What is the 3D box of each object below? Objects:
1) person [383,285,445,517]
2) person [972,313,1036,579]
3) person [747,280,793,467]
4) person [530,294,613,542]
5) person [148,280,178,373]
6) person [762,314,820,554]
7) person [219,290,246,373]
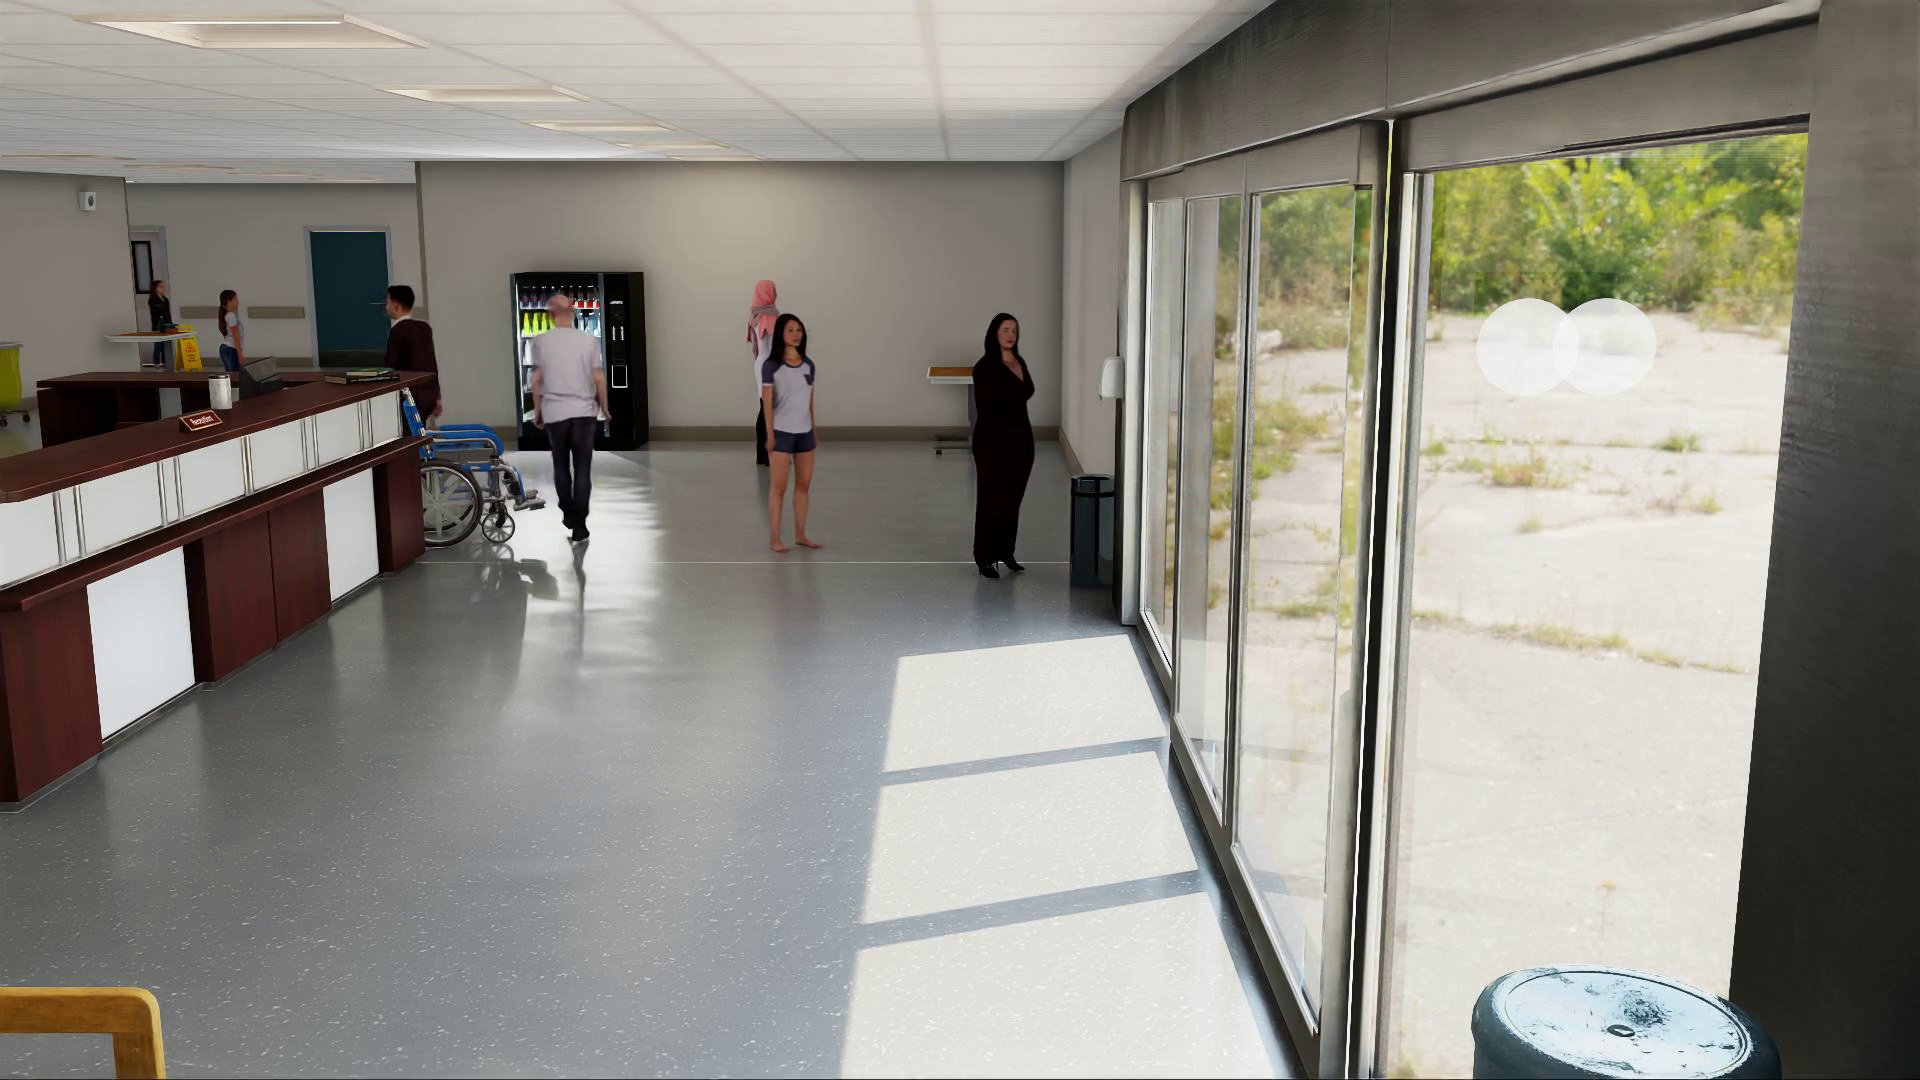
[{"bbox_3d":[-4.292,-1.094,13.296,0.932,1.844,0.780,2,11,9],"label":"person"},{"bbox_3d":[0.275,-0.637,11.119,0.796,1.757,0.773,7,13,33],"label":"person"},{"bbox_3d":[-1.869,-1.633,16.245,0.756,1.804,0.737,-6,12,-29],"label":"person"},{"bbox_3d":[-2.901,-0.883,12.295,0.954,1.801,0.825,-1,11,-4],"label":"person"},{"bbox_3d":[-12.482,-3.314,25.963,0.555,1.483,0.597,2,11,12],"label":"person"},{"bbox_3d":[-1.219,-0.781,12.016,0.661,1.706,0.733,-9,14,-41],"label":"person"},{"bbox_3d":[-8.843,-2.265,20.221,0.672,1.562,0.623,-9,14,-39],"label":"person"}]
